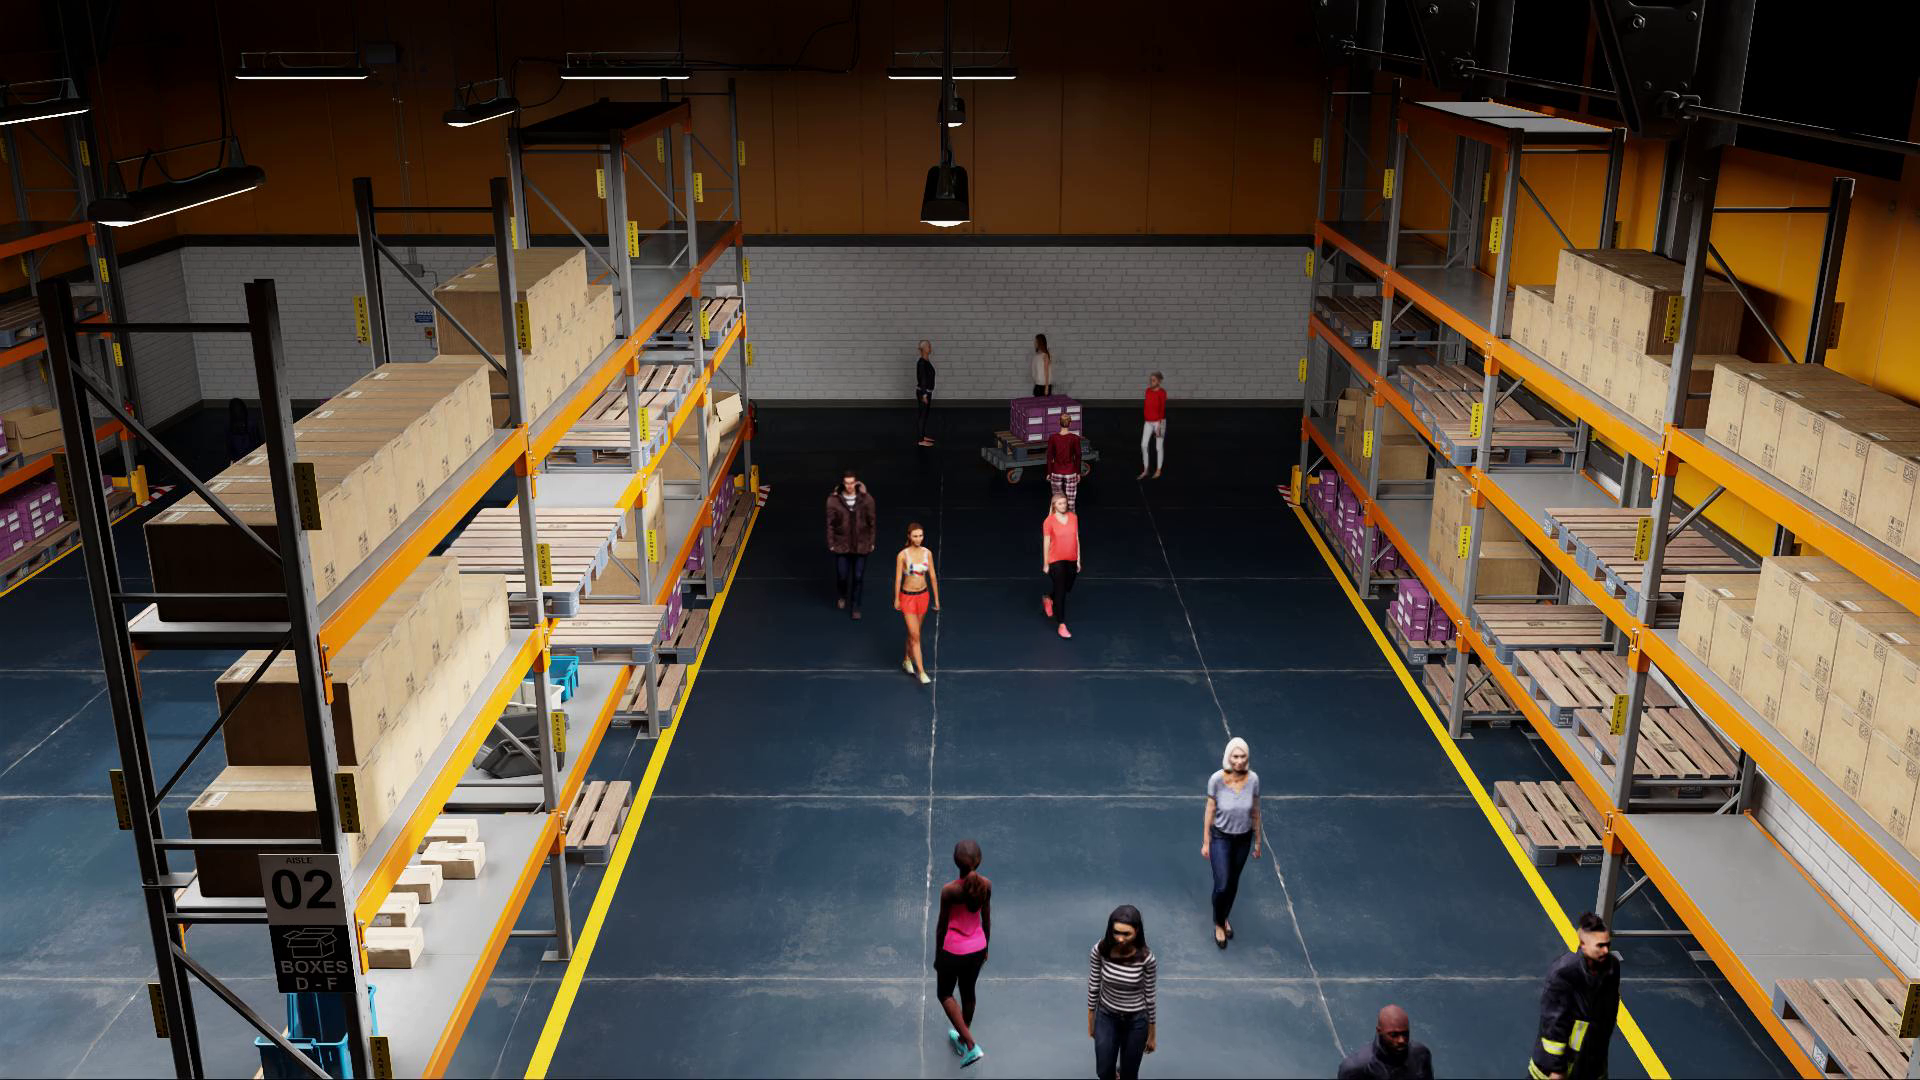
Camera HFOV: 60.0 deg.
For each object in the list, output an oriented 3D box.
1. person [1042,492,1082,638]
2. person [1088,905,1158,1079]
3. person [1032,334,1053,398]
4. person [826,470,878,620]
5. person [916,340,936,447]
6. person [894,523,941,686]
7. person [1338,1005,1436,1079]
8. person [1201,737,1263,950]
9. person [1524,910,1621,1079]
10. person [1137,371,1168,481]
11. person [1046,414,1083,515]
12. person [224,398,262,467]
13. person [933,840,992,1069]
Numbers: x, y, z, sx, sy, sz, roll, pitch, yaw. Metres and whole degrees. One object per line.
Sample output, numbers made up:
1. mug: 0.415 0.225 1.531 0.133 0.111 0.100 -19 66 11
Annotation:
1. person: 1.148 0.248 19.363 0.915 1.670 1.133 -9 21 -26
2. person: 1.054 3.093 10.735 0.677 1.785 0.792 3 19 9
3. person: 1.451 -2.581 27.706 0.891 1.706 0.934 -7 20 -21
4. person: -1.291 0.021 19.782 0.816 1.833 0.798 -3 19 -10
5. person: -0.586 -2.437 27.248 0.686 1.726 0.492 2 19 6
6. person: -0.524 0.641 18.051 0.885 1.762 1.120 -8 20 -23
7. person: 2.407 3.440 9.681 0.912 1.800 1.027 -7 20 -21
8. person: 2.113 2.320 13.144 0.653 1.712 0.701 -3 19 -9
9. person: 3.811 3.152 10.496 0.922 1.826 1.215 -5 19 -14
10. person: 3.023 -1.750 25.289 0.773 1.675 0.860 13 23 34
11. person: 1.423 -0.926 22.803 0.633 1.699 0.507 1 19 3
12. person: -10.048 -1.143 23.399 0.671 1.731 0.635 -7 20 -19
13. person: 0.046 2.881 11.471 0.788 1.716 0.948 -9 20 -24
